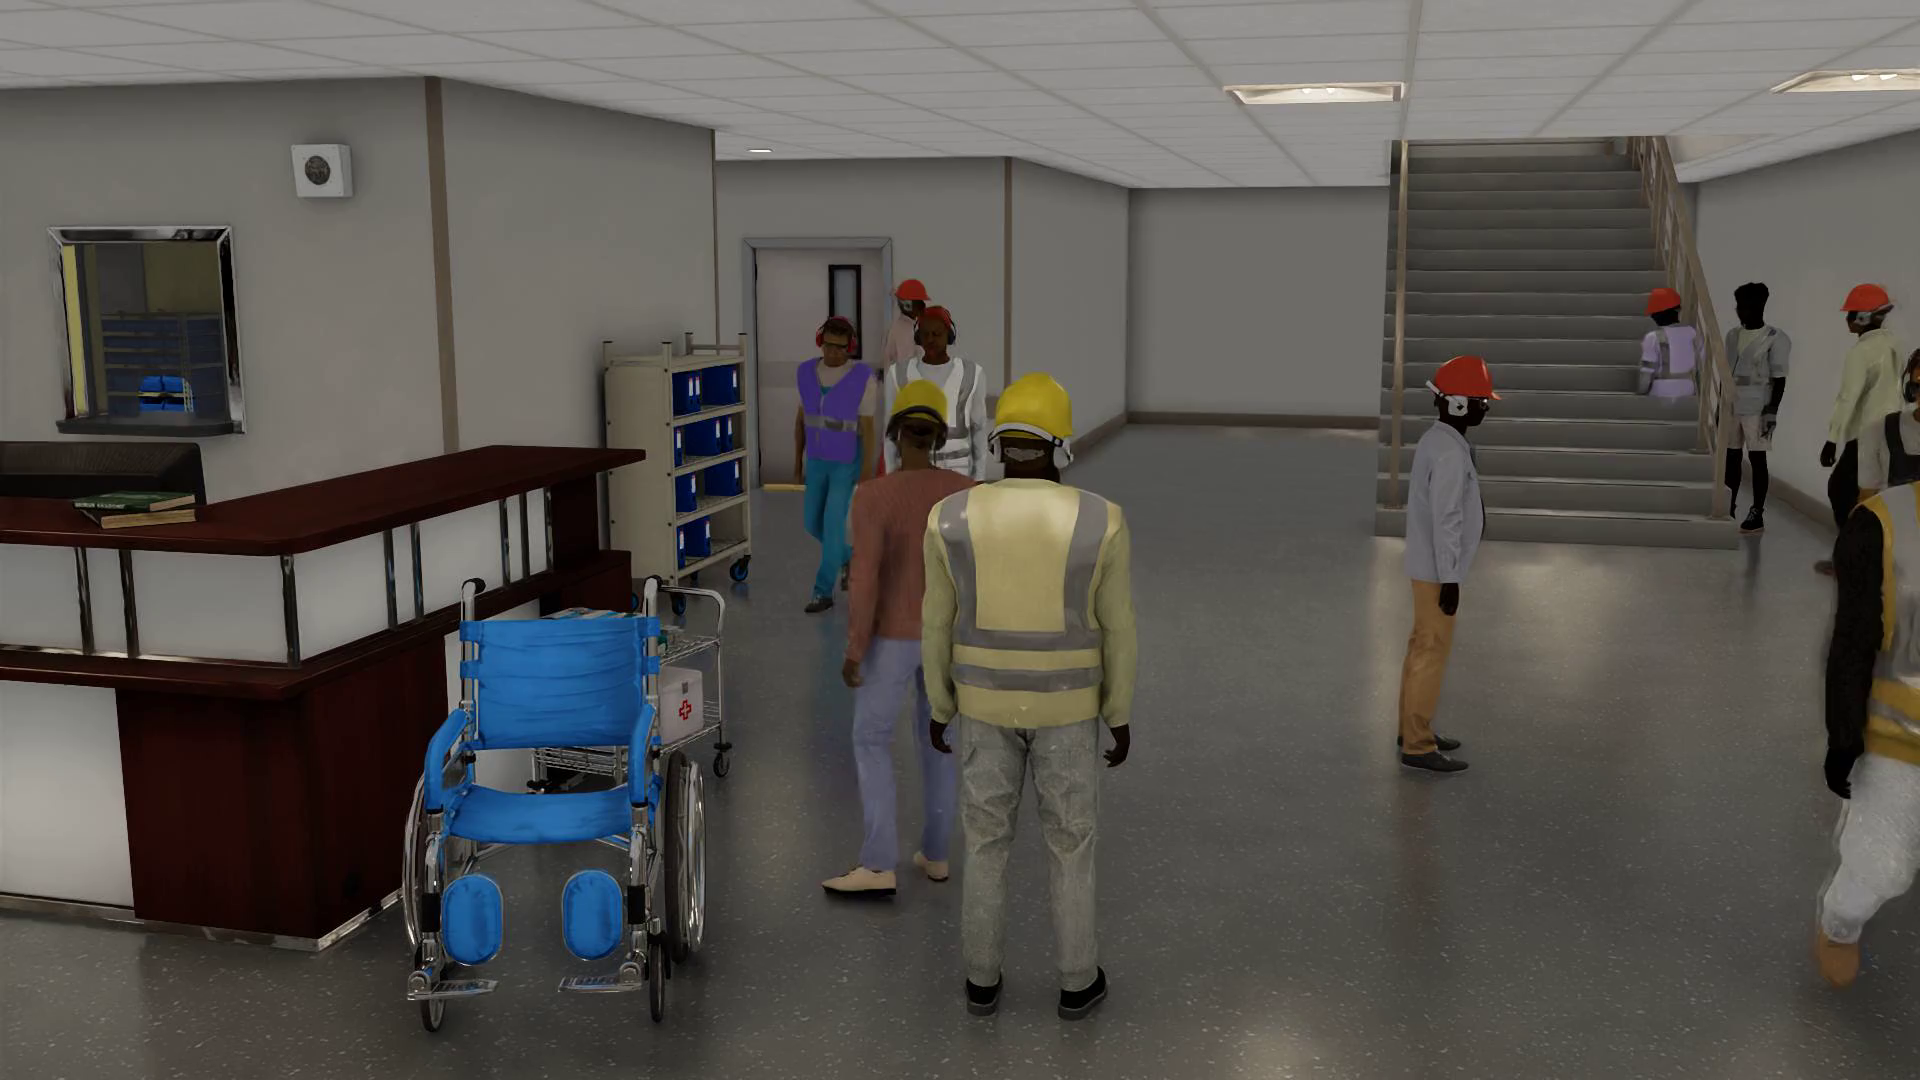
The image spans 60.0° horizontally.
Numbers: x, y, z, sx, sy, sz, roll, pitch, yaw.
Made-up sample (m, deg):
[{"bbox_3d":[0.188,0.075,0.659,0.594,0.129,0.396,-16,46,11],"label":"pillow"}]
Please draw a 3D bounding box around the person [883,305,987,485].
[{"bbox_3d":[-0.140,-0.375,9.382,0.584,1.882,0.337,0,10,2],"label":"person"}]

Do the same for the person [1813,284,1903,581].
[{"bbox_3d":[5.867,-0.688,10.951,0.646,1.969,0.661,-9,13,-41],"label":"person"}]

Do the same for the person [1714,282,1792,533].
[{"bbox_3d":[6.167,-1.034,13.041,0.379,1.958,0.600,-4,10,-21],"label":"person"}]

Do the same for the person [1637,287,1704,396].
[{"bbox_3d":[5.929,-1.148,13.879,0.617,1.904,0.394,-2,10,-12],"label":"person"}]

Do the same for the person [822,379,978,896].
[{"bbox_3d":[-0.198,0.335,5.672,0.671,1.727,0.398,-7,12,-37],"label":"person"}]

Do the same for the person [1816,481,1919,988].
[{"bbox_3d":[2.582,0.507,4.373,0.631,1.823,0.737,2,10,13],"label":"person"}]

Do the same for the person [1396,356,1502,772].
[{"bbox_3d":[2.064,0.097,7.023,0.360,1.742,0.563,2,10,11],"label":"person"}]

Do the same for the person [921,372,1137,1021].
[{"bbox_3d":[0.198,0.447,4.692,0.601,1.830,0.404,2,10,9],"label":"person"}]

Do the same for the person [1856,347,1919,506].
[{"bbox_3d":[3.928,0.093,6.842,0.540,1.818,0.675,3,10,19],"label":"person"}]

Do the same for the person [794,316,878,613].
[{"bbox_3d":[-0.747,-0.474,10.217,0.617,1.808,0.630,5,11,28],"label":"person"}]
